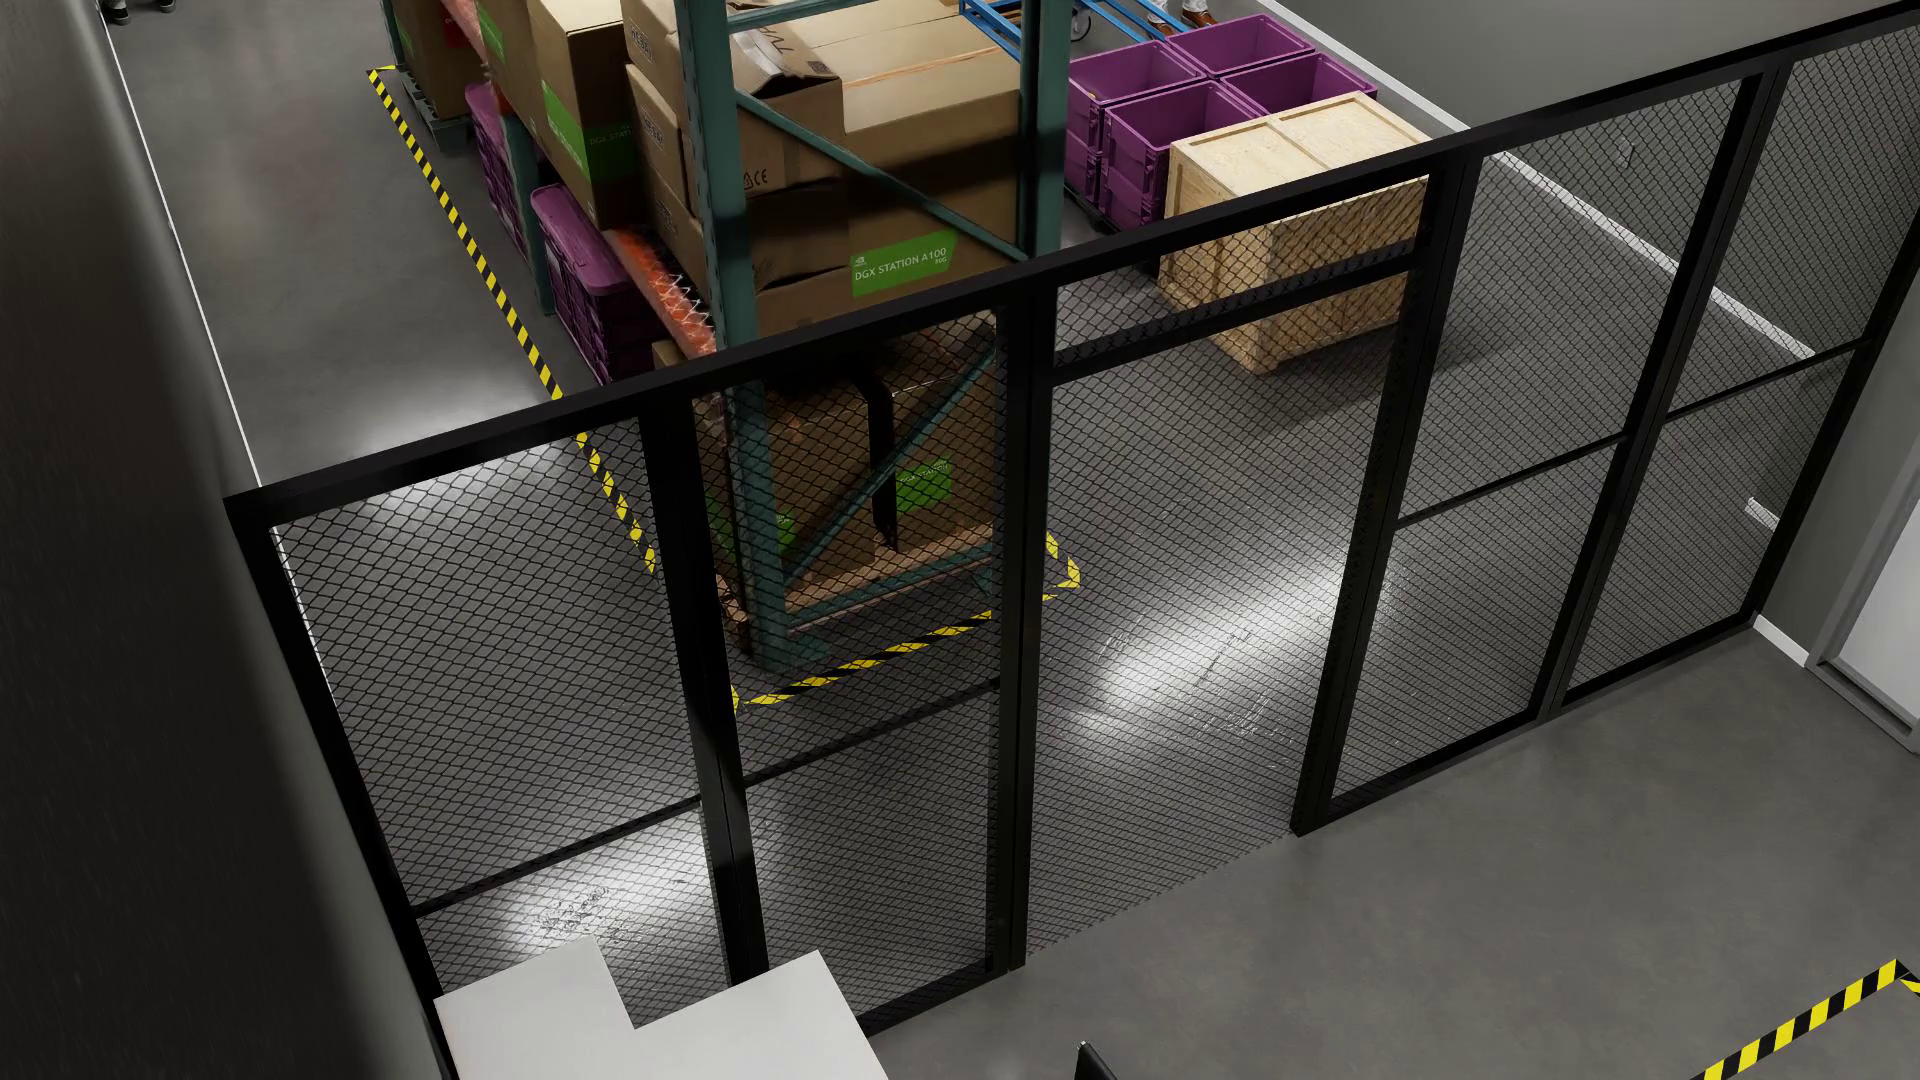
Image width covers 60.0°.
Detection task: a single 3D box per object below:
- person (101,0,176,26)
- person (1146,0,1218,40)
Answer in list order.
[{"bbox_3d":[-4.808,-3.773,9.148,0.590,1.837,0.403,-26,49,-26],"label":"person"},{"bbox_3d":[1.281,-3.629,8.915,0.627,1.941,0.371,-21,46,-22],"label":"person"}]
